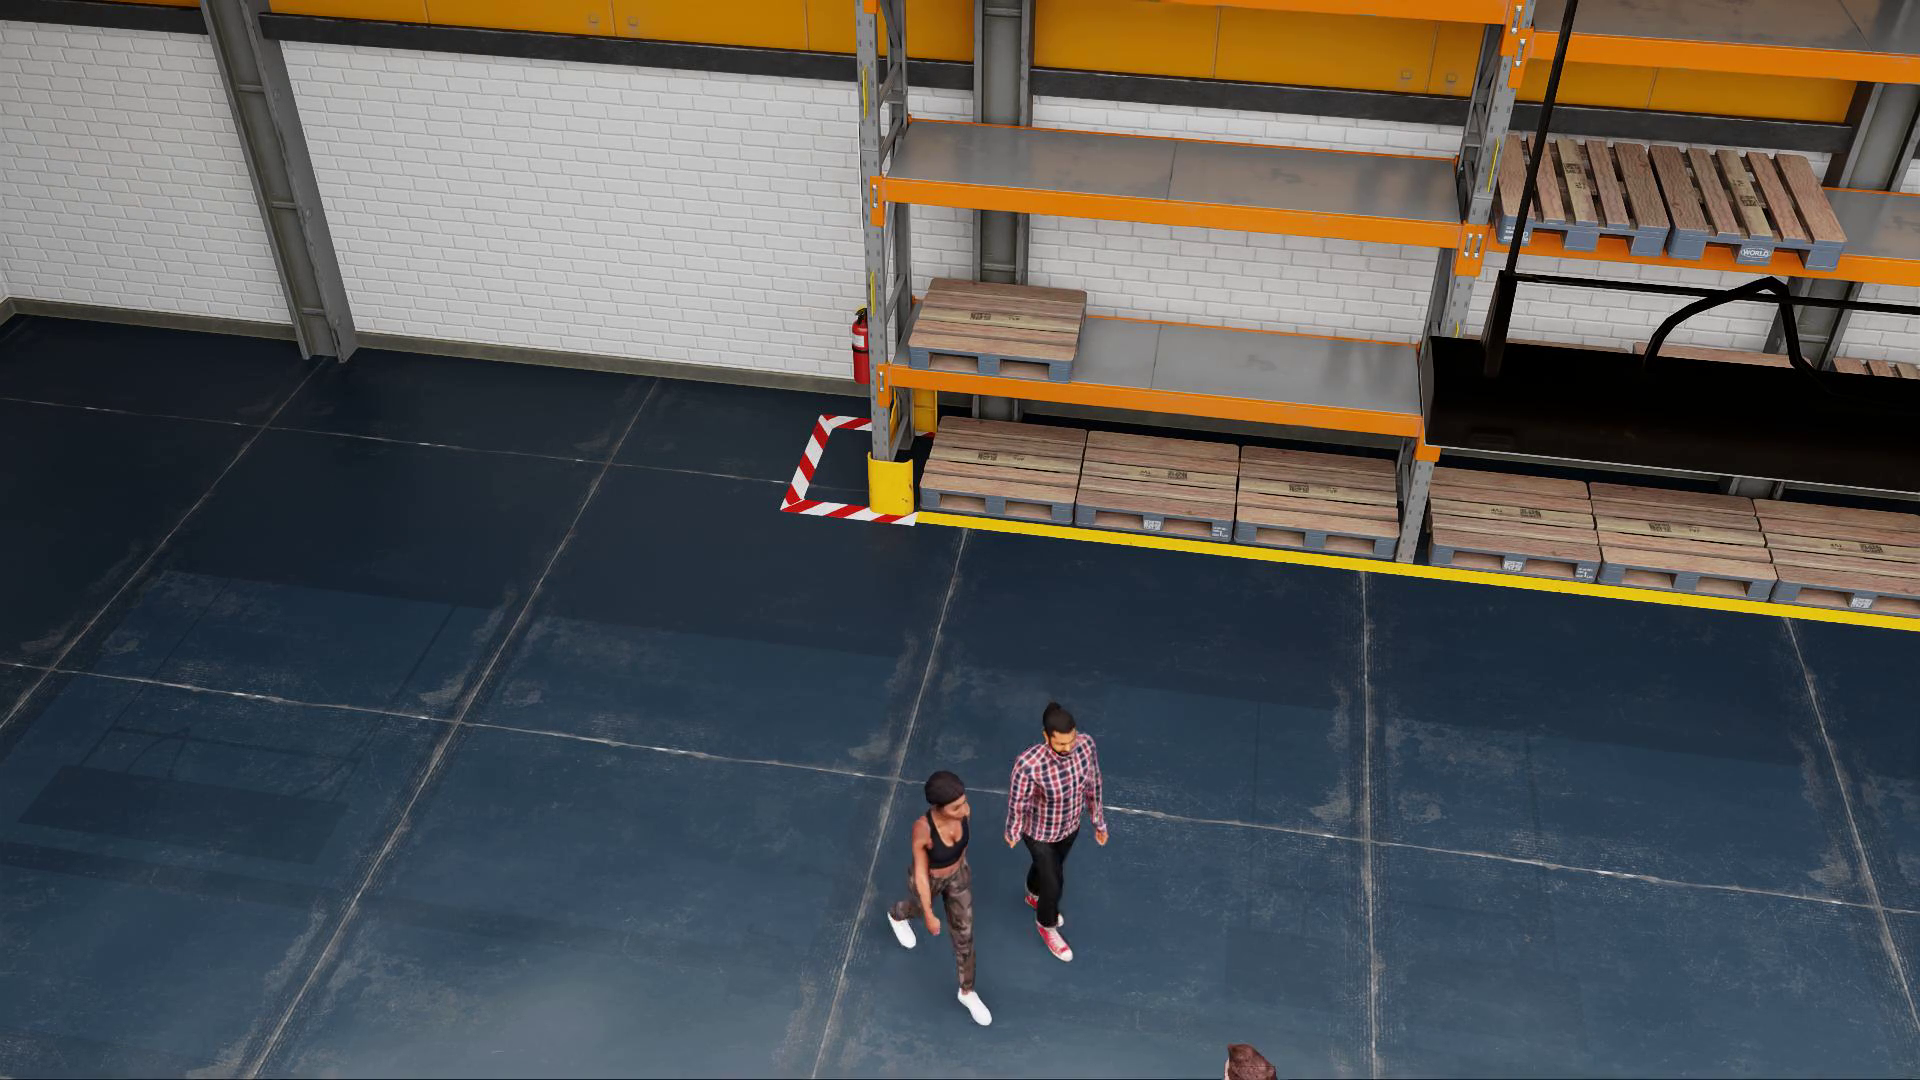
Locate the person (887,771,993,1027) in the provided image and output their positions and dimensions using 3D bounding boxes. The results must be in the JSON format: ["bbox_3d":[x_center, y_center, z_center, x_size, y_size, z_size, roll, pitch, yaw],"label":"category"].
[{"bbox_3d":[-0.175,1.826,9.068,1.069,1.653,1.156,-24,45,-27],"label":"person"}]

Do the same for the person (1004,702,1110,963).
[{"bbox_3d":[0.472,1.535,9.362,0.892,1.740,0.952,-27,46,-29],"label":"person"}]
